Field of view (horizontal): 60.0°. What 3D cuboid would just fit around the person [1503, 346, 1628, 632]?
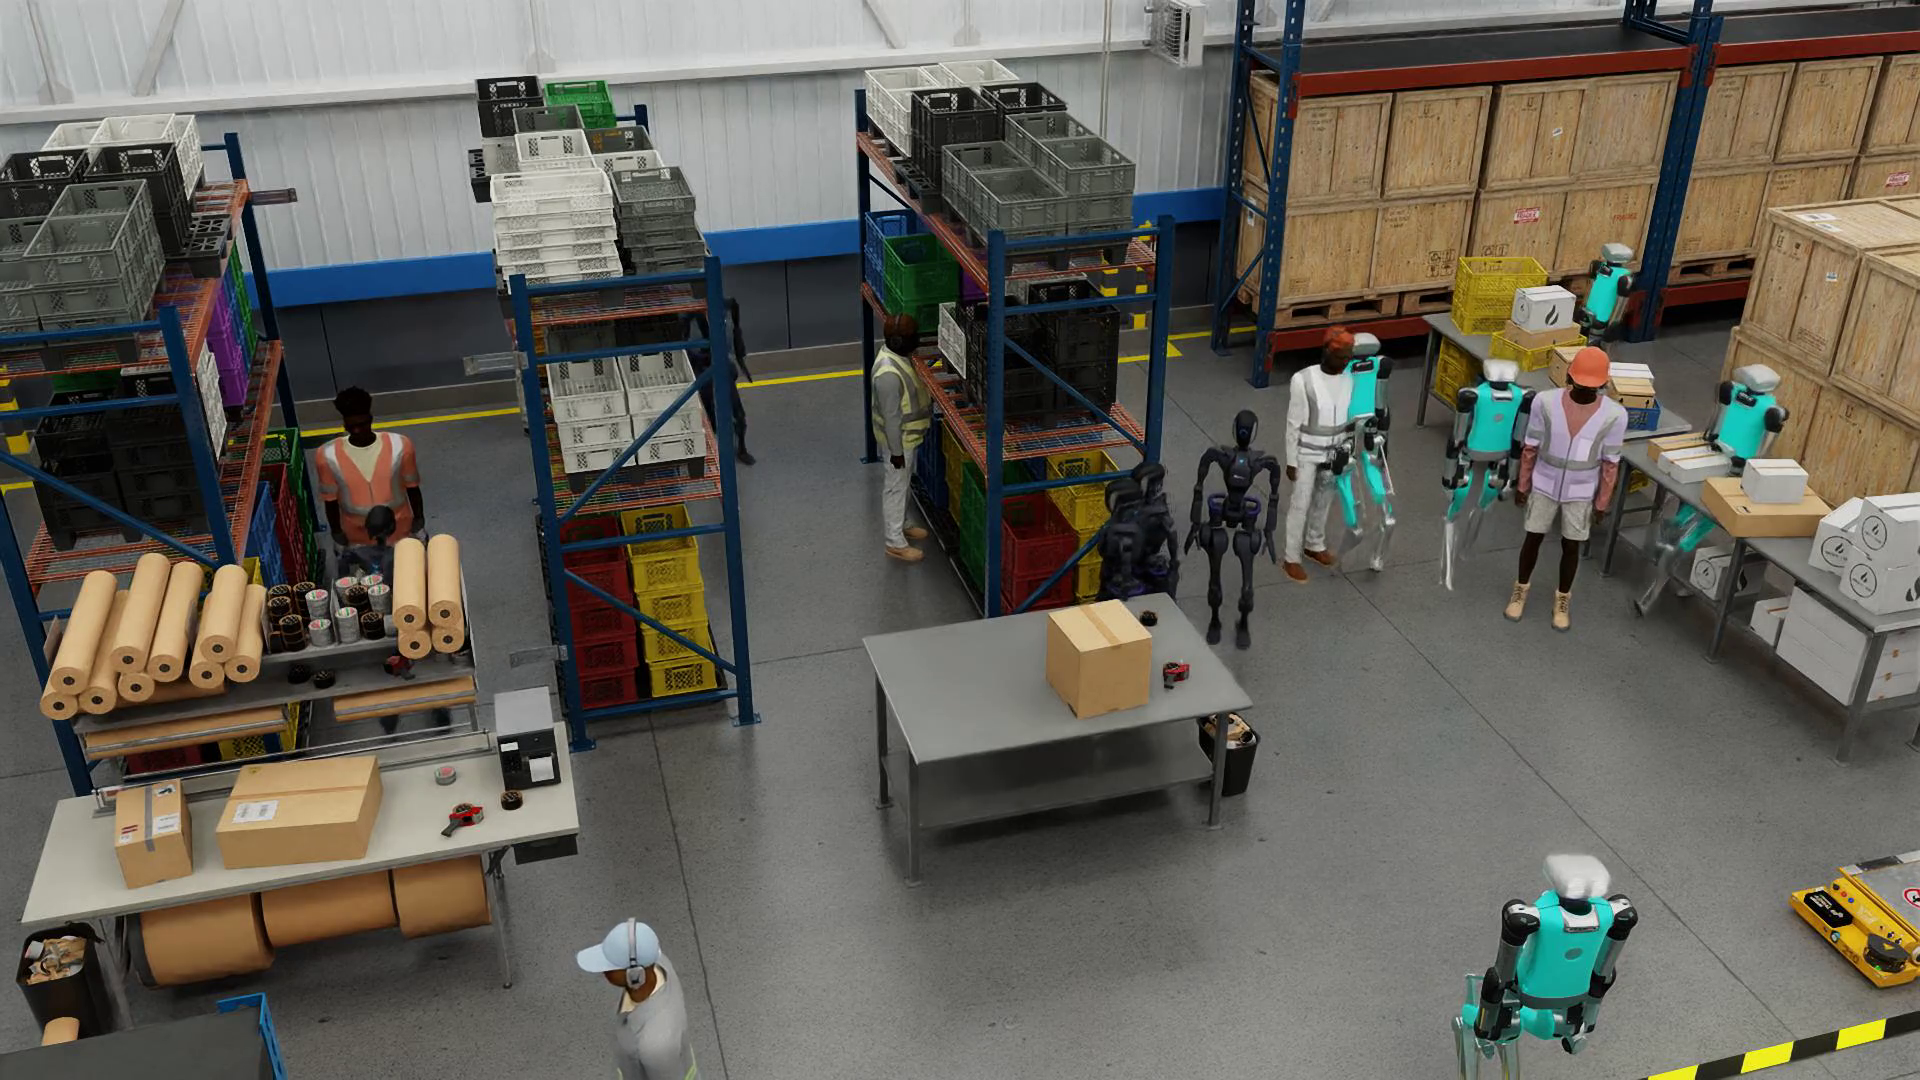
[{"bbox_3d":[3.972,-0.329,10.934,0.609,2.036,0.411,13,32,23],"label":"person"}]

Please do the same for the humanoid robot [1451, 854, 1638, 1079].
[{"bbox_3d":[2.383,1.883,7.067,0.533,1.681,0.735,-2,29,-4],"label":"humanoid robot"}]

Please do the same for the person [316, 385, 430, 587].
[{"bbox_3d":[-3.675,-0.068,10.523,0.606,1.965,0.371,-10,30,-18],"label":"person"}]

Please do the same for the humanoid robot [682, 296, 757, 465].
[{"bbox_3d":[-1.914,-1.348,13.141,0.590,1.645,0.431,-23,36,-36],"label":"humanoid robot"}]

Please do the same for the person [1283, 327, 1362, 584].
[{"bbox_3d":[2.528,-0.596,11.584,0.585,1.878,0.406,-11,31,-19],"label":"person"}]

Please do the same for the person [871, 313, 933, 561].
[{"bbox_3d":[-0.407,-0.751,11.894,0.429,1.841,0.634,3,29,5],"label":"person"}]

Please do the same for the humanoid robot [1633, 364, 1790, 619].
[{"bbox_3d":[4.920,-0.279,11.199,0.908,1.814,0.554,-11,31,-18],"label":"humanoid robot"}]

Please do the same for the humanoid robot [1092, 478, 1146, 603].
[{"bbox_3d":[0.933,0.391,9.986,0.336,1.654,0.589,-3,29,-5],"label":"humanoid robot"}]

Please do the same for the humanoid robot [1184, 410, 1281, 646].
[{"bbox_3d":[1.769,-0.071,10.819,0.599,1.646,0.352,5,29,9],"label":"humanoid robot"}]

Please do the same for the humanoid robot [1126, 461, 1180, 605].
[{"bbox_3d":[1.121,0.287,10.171,0.357,1.655,0.609,-17,33,-28],"label":"humanoid robot"}]

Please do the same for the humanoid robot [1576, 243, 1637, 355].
[{"bbox_3d":[4.856,-1.481,13.337,0.852,1.774,0.614,-4,29,-7],"label":"humanoid robot"}]

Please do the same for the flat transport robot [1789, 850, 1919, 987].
[{"bbox_3d":[5.163,1.916,8.676,1.431,0.231,0.659,-8,30,-14],"label":"flat transport robot"}]

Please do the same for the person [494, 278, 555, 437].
[{"bbox_3d":[-3.526,-1.737,13.695,0.404,1.834,0.587,5,29,10],"label":"person"}]

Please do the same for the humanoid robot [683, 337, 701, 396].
[{"bbox_3d":[-2.342,-1.660,13.548,0.726,1.689,0.531,-12,31,-21],"label":"humanoid robot"}]

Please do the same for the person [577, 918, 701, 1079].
[{"bbox_3d":[-1.201,2.211,6.494,0.400,1.852,0.588,-8,30,-14],"label":"person"}]

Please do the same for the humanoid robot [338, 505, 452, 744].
[{"bbox_3d":[-3.353,0.517,9.784,0.622,1.638,0.605,-1,29,-2],"label":"humanoid robot"}]

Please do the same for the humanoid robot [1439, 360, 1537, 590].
[{"bbox_3d":[3.571,-0.513,11.655,0.530,1.815,0.816,0,29,-1],"label":"humanoid robot"}]

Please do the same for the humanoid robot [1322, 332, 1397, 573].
[{"bbox_3d":[2.830,-0.479,11.563,0.530,1.821,0.779,-11,31,-19],"label":"humanoid robot"}]
